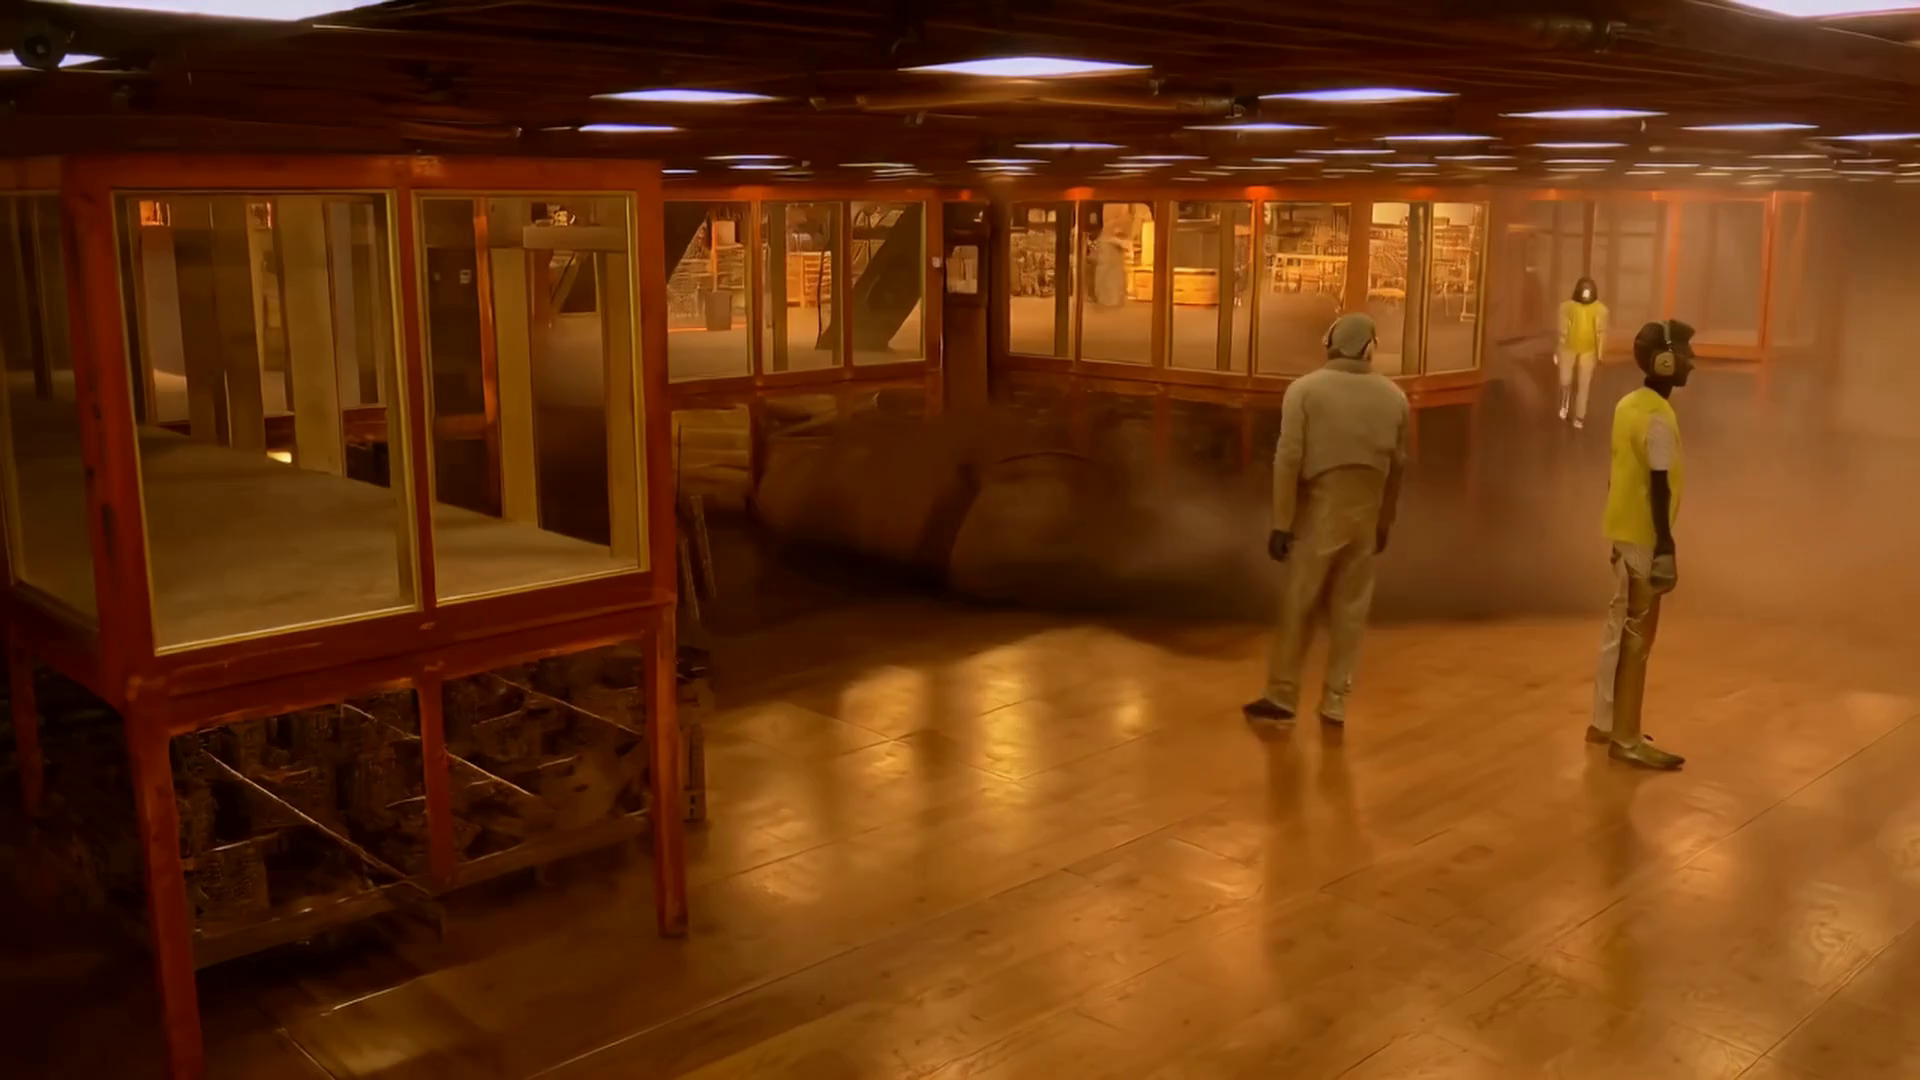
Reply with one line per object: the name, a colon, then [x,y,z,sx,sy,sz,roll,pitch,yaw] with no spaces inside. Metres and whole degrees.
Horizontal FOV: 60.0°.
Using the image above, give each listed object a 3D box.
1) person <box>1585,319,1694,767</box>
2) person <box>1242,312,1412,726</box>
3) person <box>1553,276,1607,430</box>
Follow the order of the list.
person: [2.887,0.011,7.011,0.332,1.874,0.520,0,11,2]
person: [1.699,-0.091,7.540,0.697,1.864,0.432,-4,12,-18]
person: [6.574,-1.997,17.669,0.522,1.617,0.478,4,12,18]
